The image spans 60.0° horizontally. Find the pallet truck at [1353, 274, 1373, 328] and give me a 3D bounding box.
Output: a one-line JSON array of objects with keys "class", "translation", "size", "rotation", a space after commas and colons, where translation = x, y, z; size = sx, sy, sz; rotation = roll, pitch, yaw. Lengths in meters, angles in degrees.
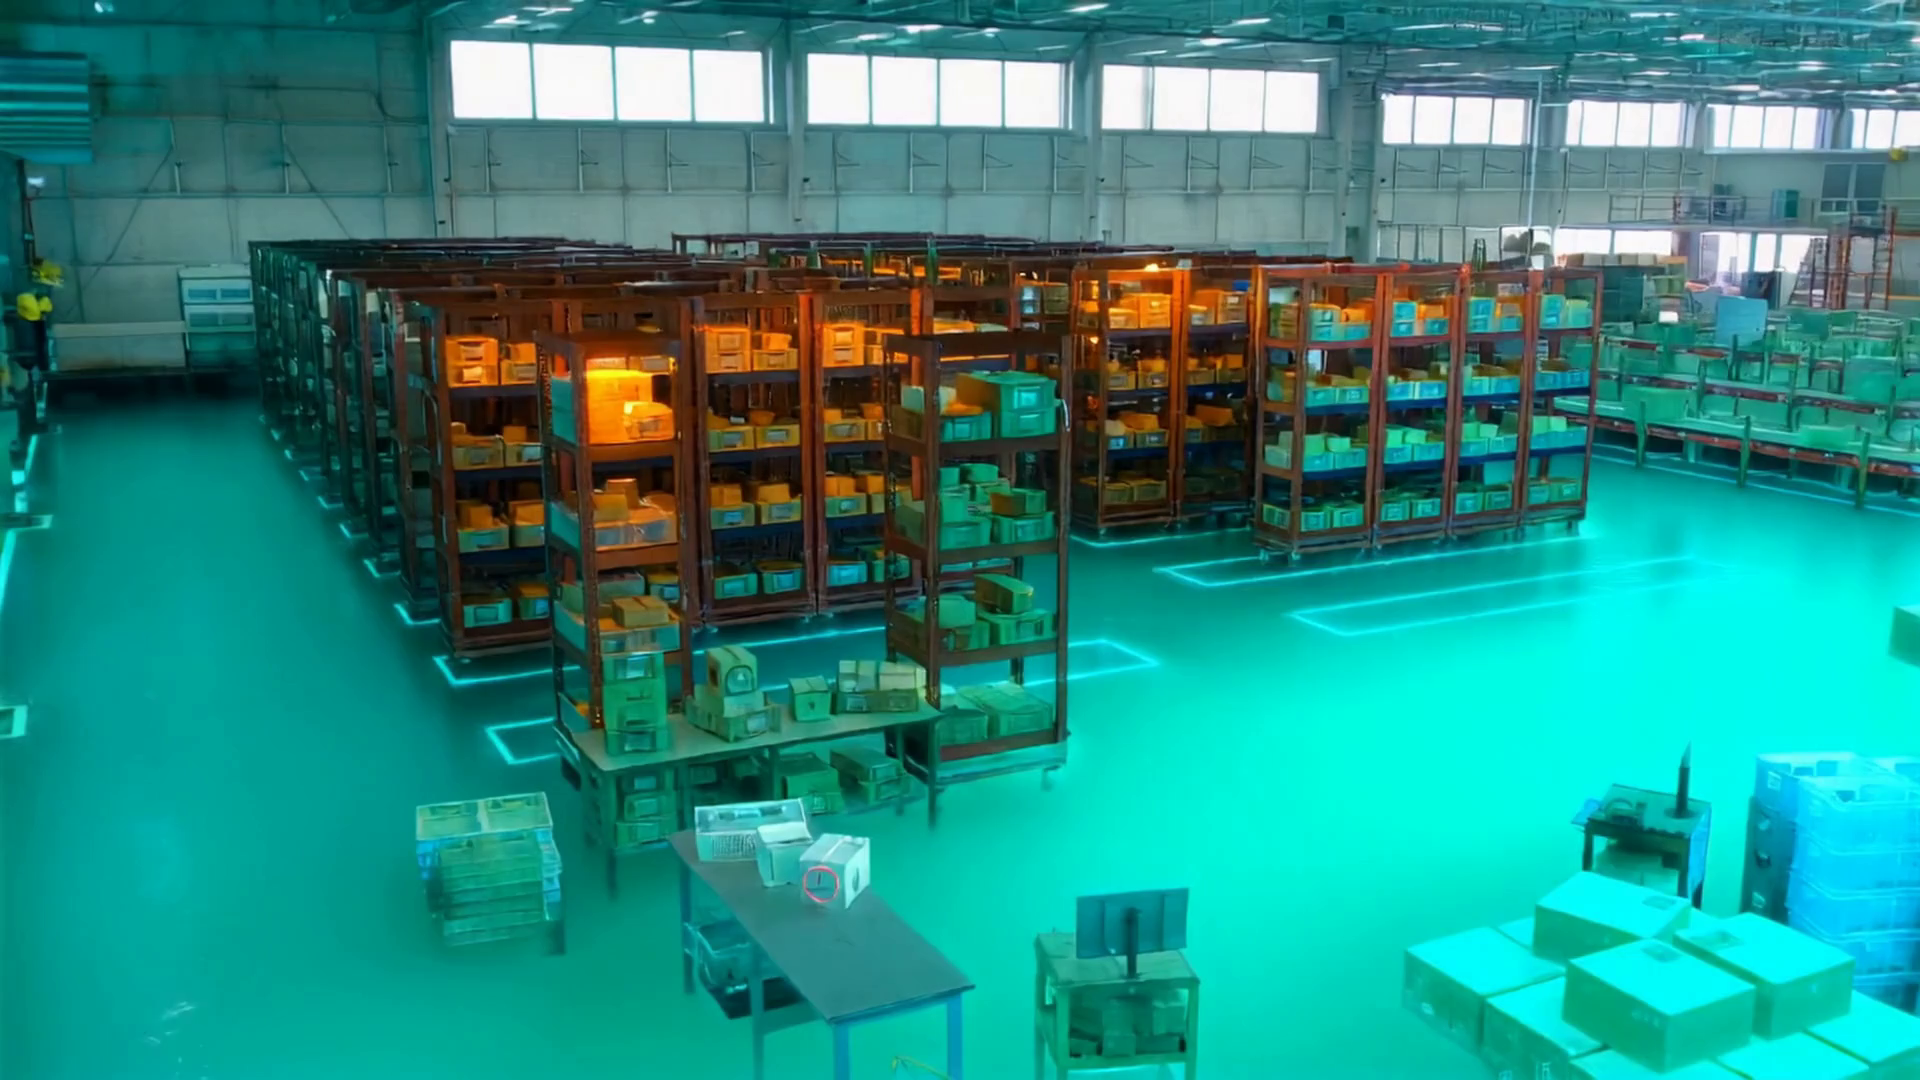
[{"class": "pallet truck", "translation": [13.011, -8.050, 55.243], "size": [0.823, 1.965, 1.885], "rotation": [-7, 14, -28]}]

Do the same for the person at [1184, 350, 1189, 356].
[{"class": "person", "translation": [5.555, -5.039, 41.101], "size": [0.646, 2.016, 0.523], "rotation": [8, 15, 34]}]

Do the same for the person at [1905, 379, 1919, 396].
[{"class": "person", "translation": [19.932, -3.511, 34.306], "size": [0.866, 1.883, 0.645], "rotation": [9, 15, 36]}]

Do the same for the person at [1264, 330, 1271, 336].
[{"class": "person", "translation": [8.187, -5.748, 45.056], "size": [0.536, 1.748, 0.488], "rotation": [7, 14, 31]}]
